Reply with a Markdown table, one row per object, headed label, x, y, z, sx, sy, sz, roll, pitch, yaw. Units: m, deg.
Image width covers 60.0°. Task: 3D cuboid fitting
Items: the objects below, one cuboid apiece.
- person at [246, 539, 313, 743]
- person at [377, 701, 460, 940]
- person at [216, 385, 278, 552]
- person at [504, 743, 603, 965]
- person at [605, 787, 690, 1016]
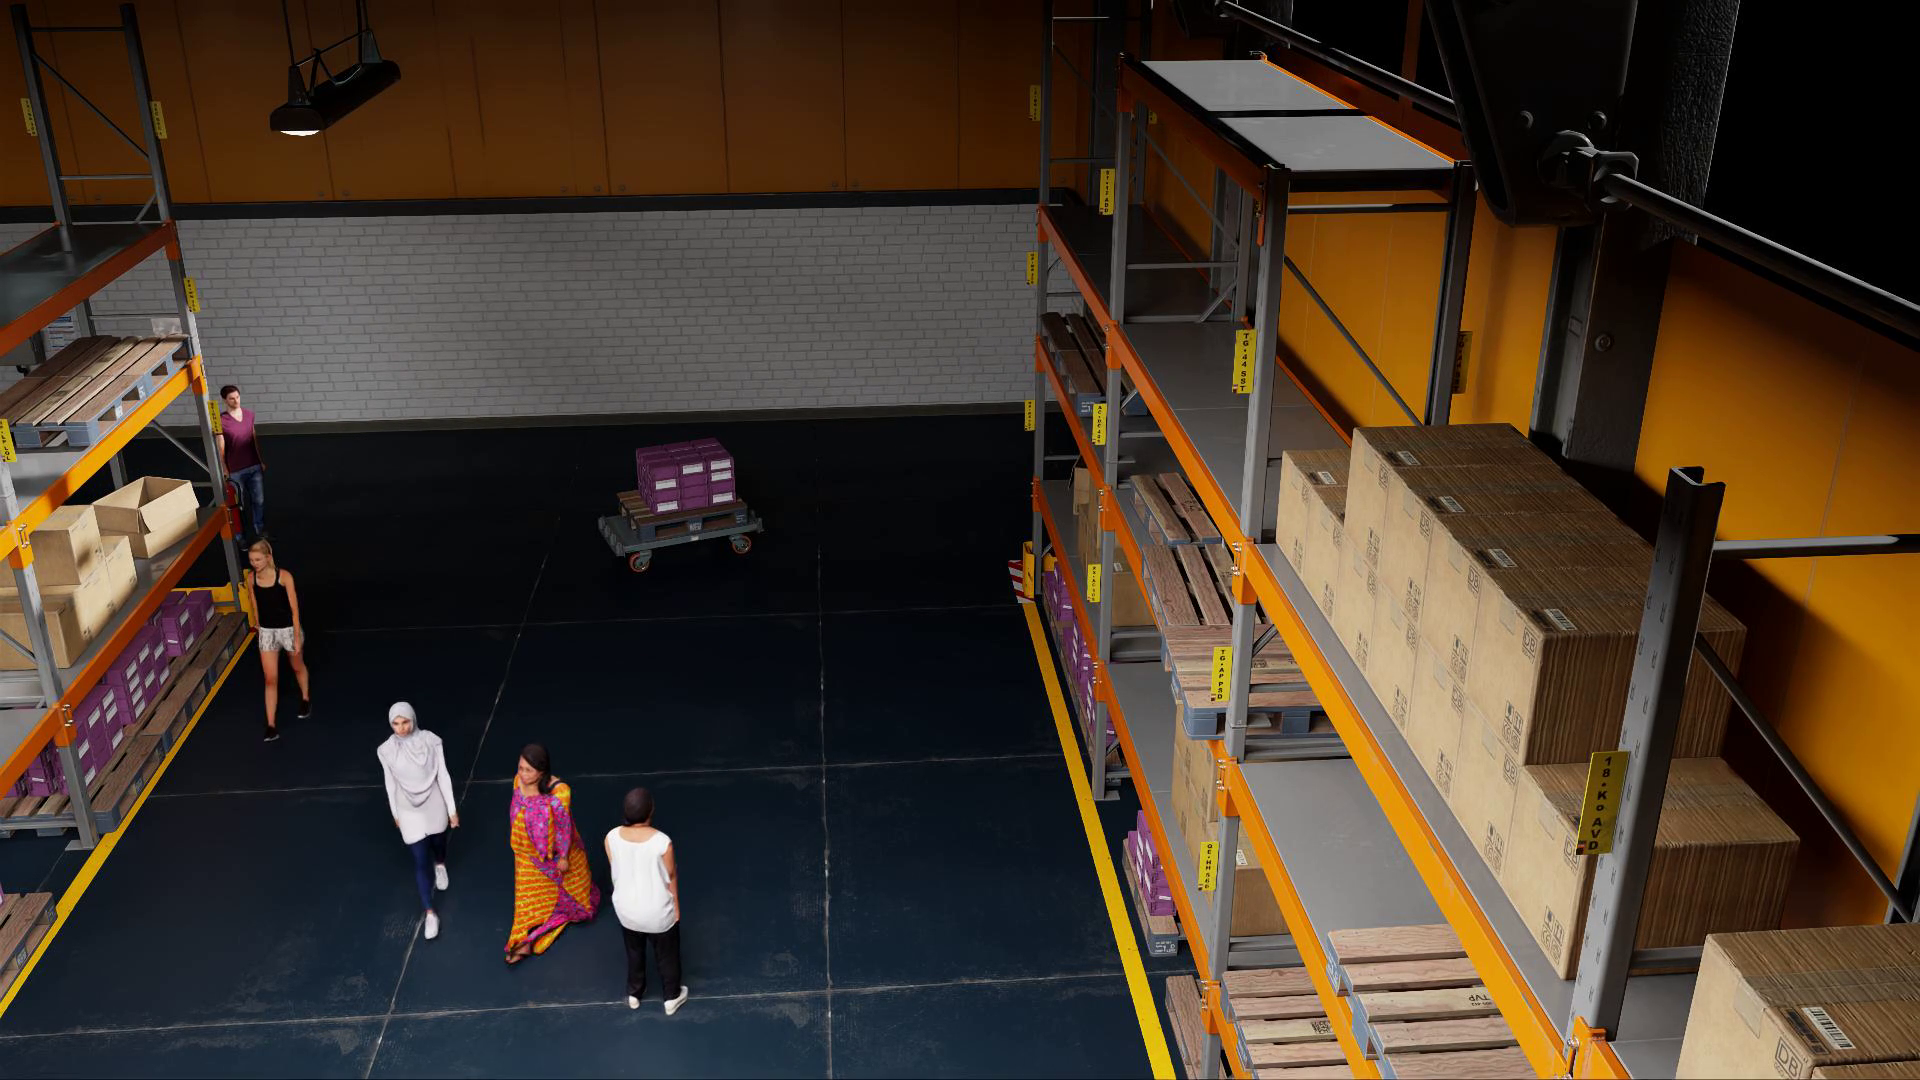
| label | x | y | z | sx | sy | sz | roll | pitch | yaw |
| --- | --- | --- | --- | --- | --- | --- | --- | --- | --- |
| person | -5.973 | 0.781 | 14.724 | 0.589 | 1.802 | 1.067 | -3 | 24 | -6 |
| person | -3.916 | 1.930 | 12.166 | 0.819 | 1.745 | 1.189 | -7 | 25 | -16 |
| person | -7.924 | -0.833 | 18.350 | 0.797 | 1.854 | 0.718 | 16 | 28 | 32 |
| person | -2.887 | 2.118 | 11.830 | 1.022 | 1.669 | 1.262 | 10 | 26 | 22 |
| person | -2.100 | 2.409 | 11.147 | 0.749 | 1.684 | 0.750 | 7 | 25 | 15 |
